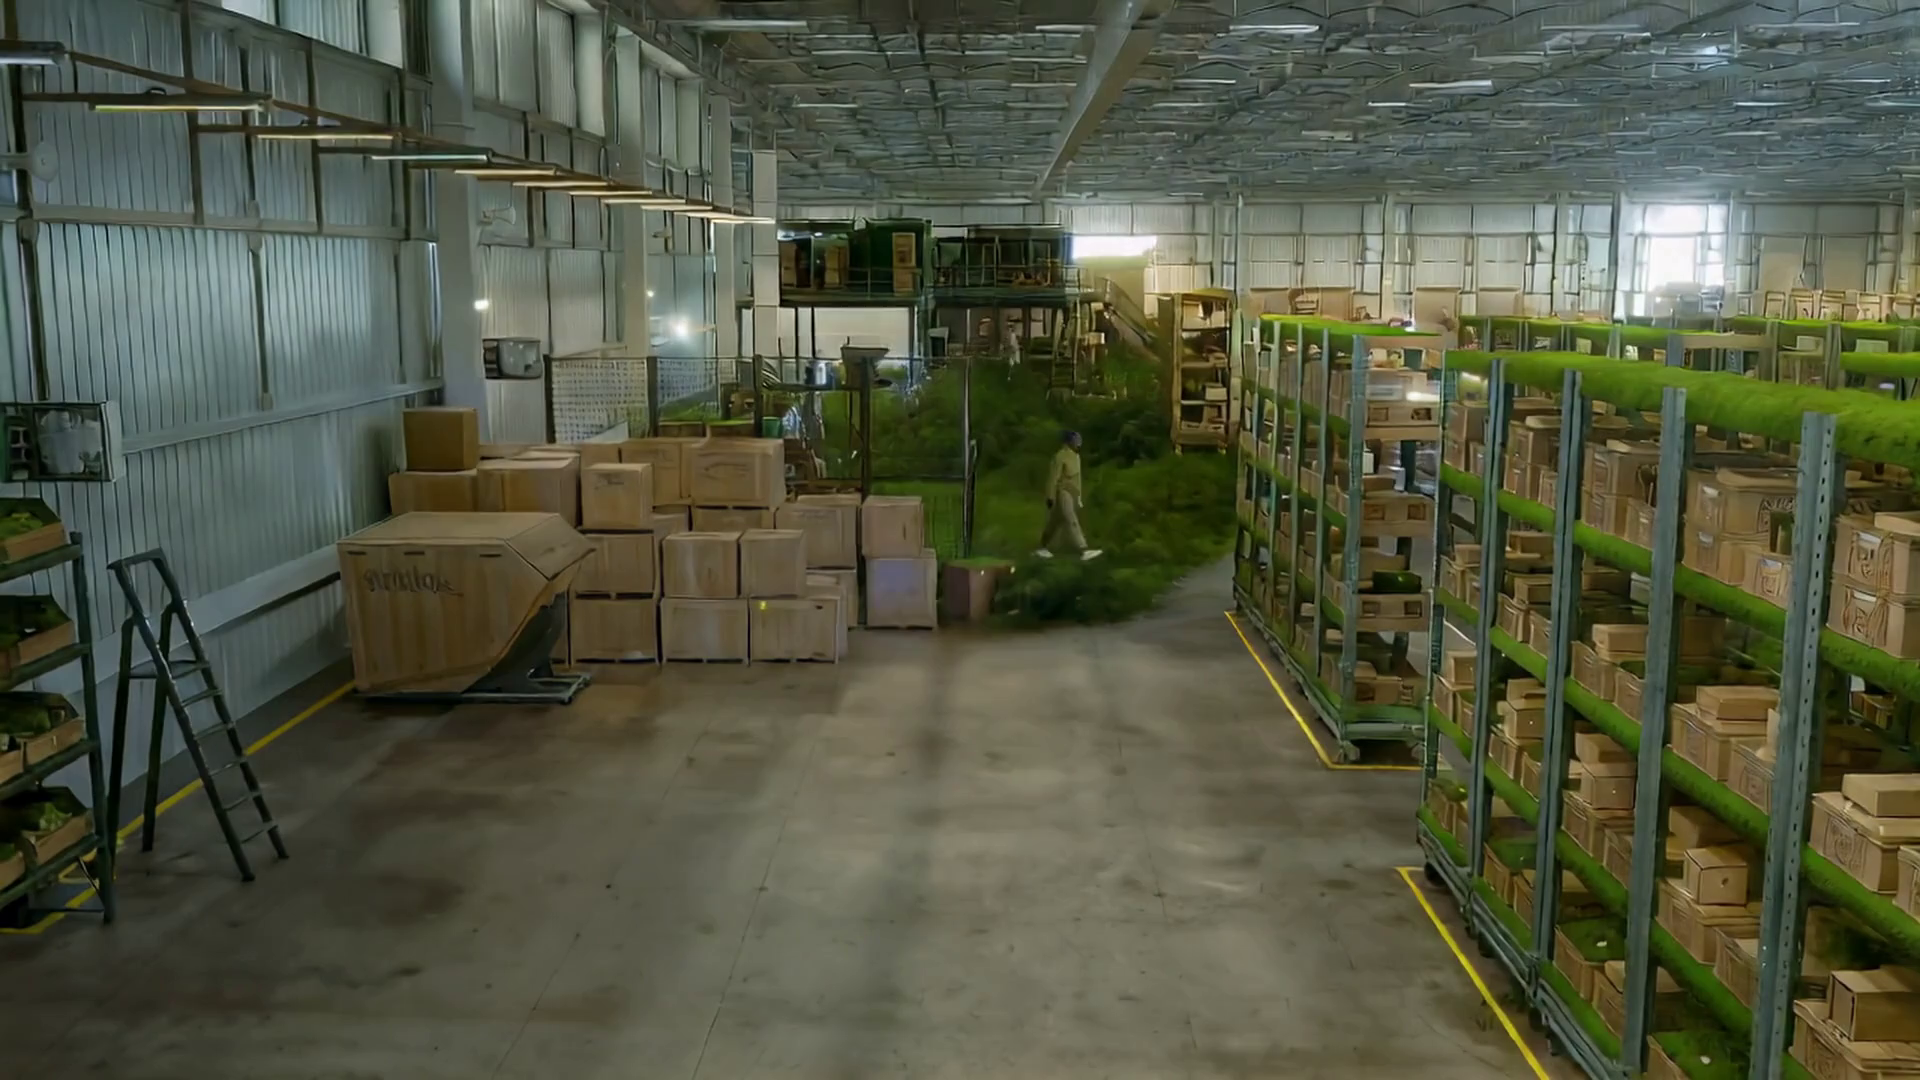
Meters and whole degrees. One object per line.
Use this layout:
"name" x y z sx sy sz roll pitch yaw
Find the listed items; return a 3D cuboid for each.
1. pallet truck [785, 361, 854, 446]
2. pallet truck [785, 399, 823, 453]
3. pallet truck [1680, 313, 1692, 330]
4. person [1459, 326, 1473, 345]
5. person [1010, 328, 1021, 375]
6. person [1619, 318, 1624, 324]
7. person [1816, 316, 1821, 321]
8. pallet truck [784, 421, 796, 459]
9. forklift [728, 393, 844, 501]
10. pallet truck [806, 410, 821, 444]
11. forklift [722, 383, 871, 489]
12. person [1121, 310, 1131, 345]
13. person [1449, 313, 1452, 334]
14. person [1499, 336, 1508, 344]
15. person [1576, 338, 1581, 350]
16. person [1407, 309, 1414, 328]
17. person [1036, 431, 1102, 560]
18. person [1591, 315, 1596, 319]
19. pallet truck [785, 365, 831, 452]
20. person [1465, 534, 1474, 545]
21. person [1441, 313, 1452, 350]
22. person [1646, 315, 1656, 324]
"pallet truck" -3.410 -3.193 38.978 1.885 1.965 0.823 0 9 -1
"pallet truck" -3.814 -2.432 36.419 1.630 1.274 0.653 0 9 1
"pallet truck" 36.315 -10.531 84.244 0.823 1.965 1.885 -6 11 -33
"person" 19.748 -7.413 65.017 0.377 1.995 0.612 -7 11 -37
"person" 2.187 -7.422 65.459 0.634 1.863 0.616 2 9 14
"person" 30.868 -9.427 77.685 0.586 1.918 0.394 7 12 37
"person" 41.297 -9.800 80.019 0.390 1.911 0.584 -3 10 -17
"pallet truck" -4.013 -1.793 32.705 1.601 1.201 0.680 0 9 1
"forklift" -2.979 -1.316 26.476 2.680 1.987 1.157 0 9 1
"pallet truck" -3.559 -2.018 33.905 1.522 1.261 0.704 0 9 -1
"forklift" -2.893 -1.687 28.729 2.680 1.987 1.157 0 9 -1
"person" 9.189 -11.786 92.289 0.547 1.908 0.885 -1 9 -4
"person" 25.417 -10.887 86.659 0.482 1.920 0.652 7 12 38
"person" 17.395 -5.531 53.317 0.619 2.029 0.410 6 11 31
"person" 25.193 -7.779 68.095 0.524 1.733 0.837 0 9 -1
"person" 25.607 -12.186 94.705 0.398 1.919 0.587 7 11 36
"person" 1.549 -0.633 23.651 1.058 1.838 0.659 4 10 23
"person" 32.819 -10.747 86.221 0.967 1.786 0.648 1 9 5
"pallet truck" -3.774 -2.976 37.635 1.885 1.965 0.823 1 9 5
"person" 7.589 -0.680 24.040 0.425 1.817 0.595 7 11 35
"person" 25.130 -10.760 85.839 0.412 1.937 0.605 -2 9 -12
"person" 33.844 -10.046 81.451 0.372 1.934 0.627 -4 10 -23
